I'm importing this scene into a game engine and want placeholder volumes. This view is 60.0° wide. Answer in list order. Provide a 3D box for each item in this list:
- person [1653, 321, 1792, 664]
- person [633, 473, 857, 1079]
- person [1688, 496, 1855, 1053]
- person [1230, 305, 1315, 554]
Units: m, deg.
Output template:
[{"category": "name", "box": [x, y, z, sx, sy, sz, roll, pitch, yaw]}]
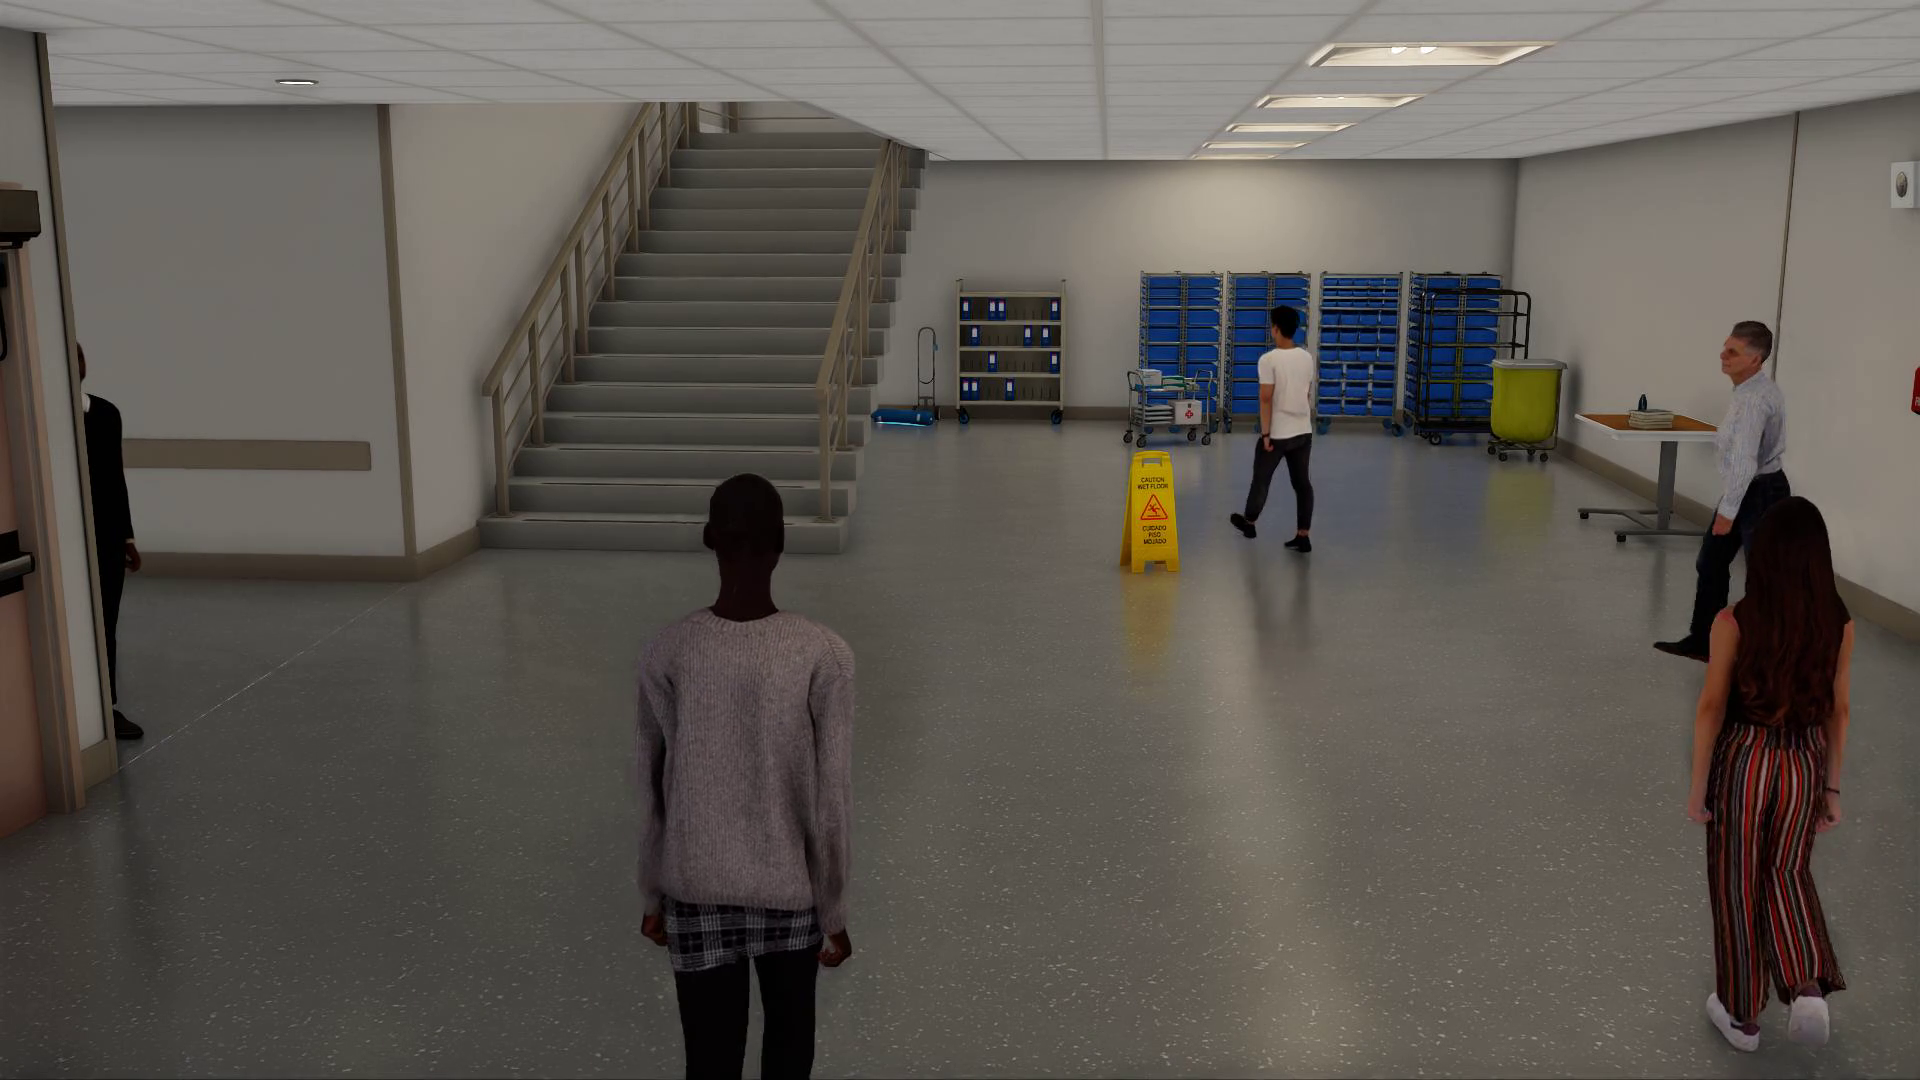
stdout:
[{"category": "person", "box": [4.034, -0.188, 8.338, 0.856, 1.775, 0.929, 5, 12, 26]}, {"category": "person", "box": [-0.453, 0.764, 3.412, 0.708, 1.742, 1.157, 0, 11, -2]}, {"category": "person", "box": [2.188, 0.662, 4.453, 0.550, 1.553, 0.751, 1, 11, 4]}, {"category": "person", "box": [2.297, -0.741, 11.493, 0.922, 1.685, 1.141, -4, 11, -20]}]
